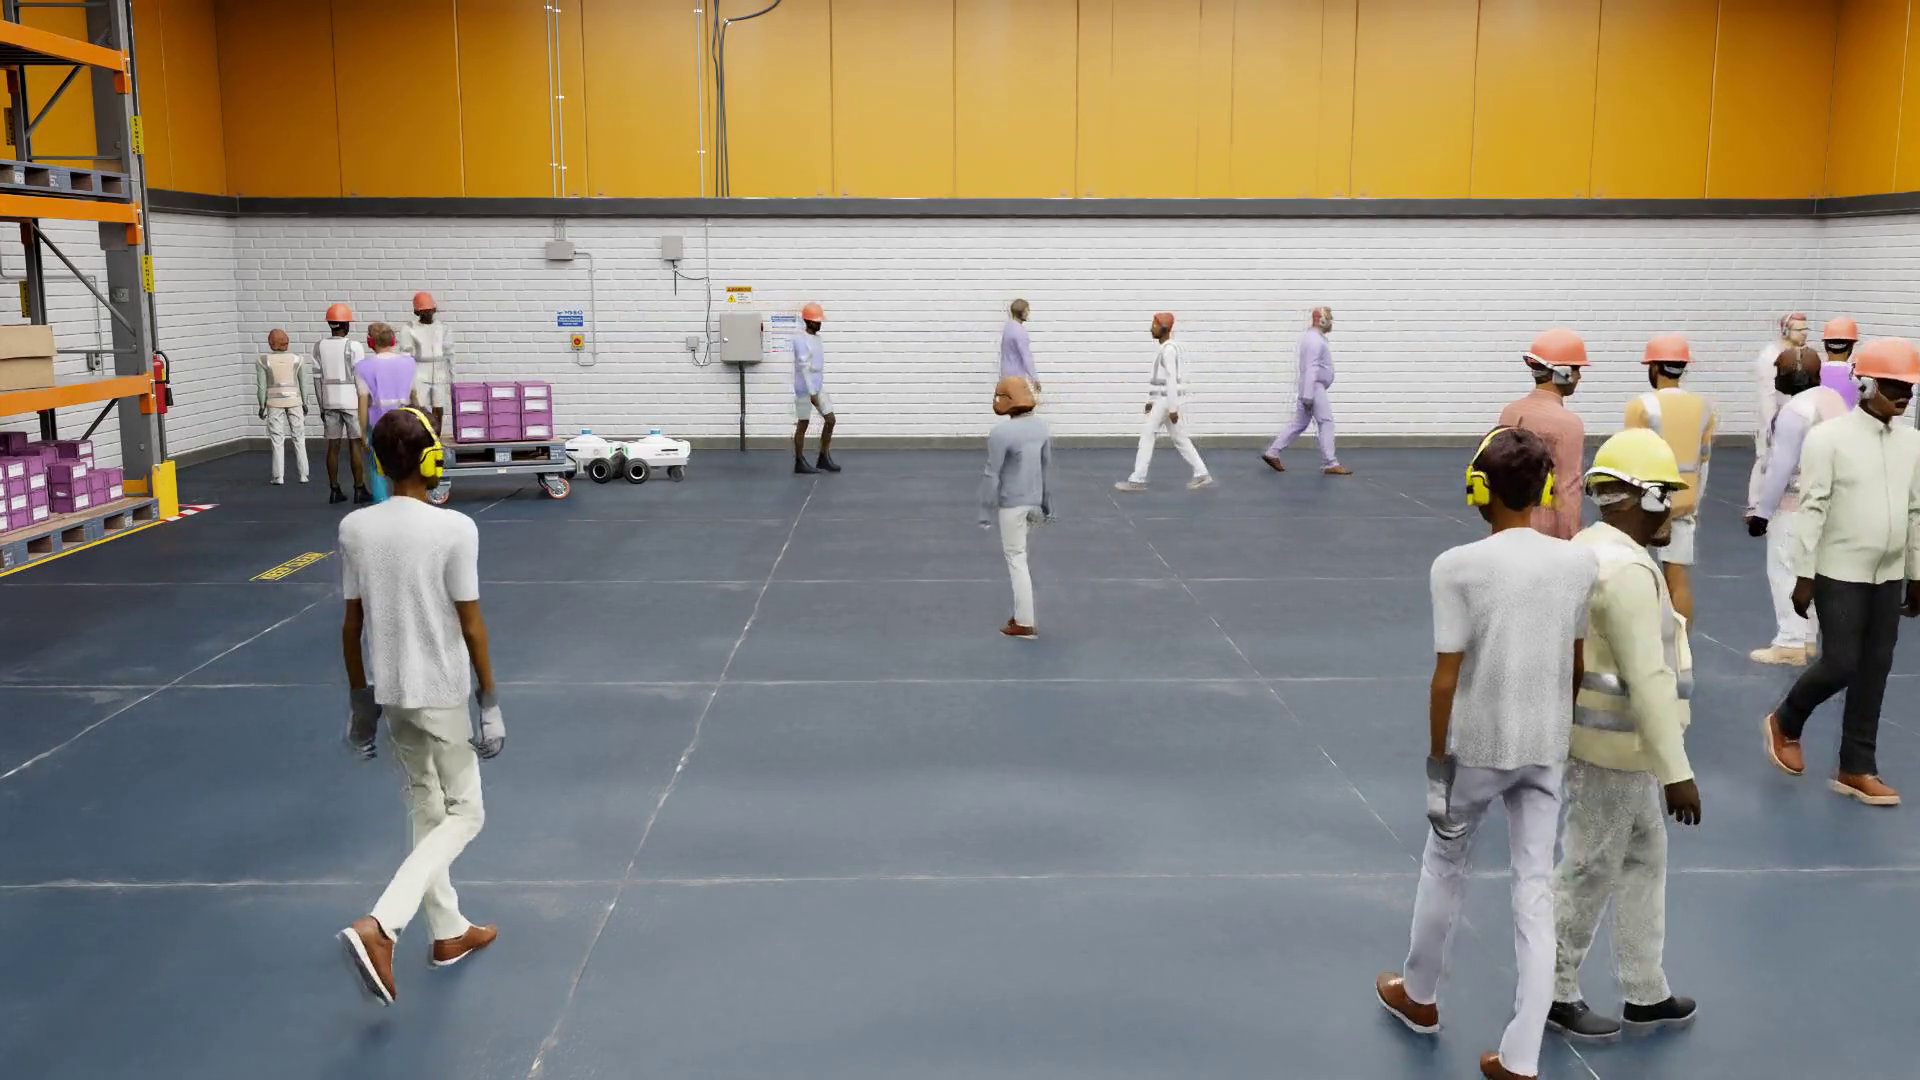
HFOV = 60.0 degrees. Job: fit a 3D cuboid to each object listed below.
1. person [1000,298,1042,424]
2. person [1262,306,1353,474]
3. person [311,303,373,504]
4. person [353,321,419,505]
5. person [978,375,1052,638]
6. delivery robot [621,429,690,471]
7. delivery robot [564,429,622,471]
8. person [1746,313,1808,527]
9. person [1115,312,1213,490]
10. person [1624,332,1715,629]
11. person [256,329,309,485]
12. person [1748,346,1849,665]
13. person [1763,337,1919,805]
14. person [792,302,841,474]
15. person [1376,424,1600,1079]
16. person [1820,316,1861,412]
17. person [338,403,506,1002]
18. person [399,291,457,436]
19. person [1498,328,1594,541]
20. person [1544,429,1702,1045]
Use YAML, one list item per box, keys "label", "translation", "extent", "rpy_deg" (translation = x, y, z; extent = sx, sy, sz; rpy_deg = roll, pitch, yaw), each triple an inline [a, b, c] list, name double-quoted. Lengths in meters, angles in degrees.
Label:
- label: "person"
  translation: [0.795, -1.915, 19.840]
  extent: [0.808, 1.909, 0.644]
  rpy_deg: [-1, 9, -7]
- label: "person"
  translation: [3.853, -1.659, 18.446]
  extent: [0.952, 1.869, 0.657]
  rpy_deg: [1, 9, 7]
- label: "person"
  translation: [-5.952, -1.311, 16.067]
  extent: [0.543, 1.939, 0.356]
  rpy_deg: [1, 9, 8]
- label: "person"
  translation: [-4.874, -0.957, 14.246]
  extent: [0.577, 1.826, 0.777]
  rpy_deg: [-7, 12, -38]
- label: "person"
  translation: [0.317, -0.208, 10.256]
  extent: [0.454, 1.614, 0.530]
  rpy_deg: [8, 12, 42]
- label: "delivery robot"
  translation: [-3.243, -0.942, 17.747]
  extent: [0.707, 0.478, 0.477]
  rpy_deg: [-3, 10, -18]
- label: "delivery robot"
  translation: [-3.984, -0.947, 17.778]
  extent: [0.707, 0.478, 0.477]
  rpy_deg: [2, 9, 10]
- label: "person"
  translation: [7.255, -1.016, 14.433]
  extent: [0.667, 1.878, 0.793]
  rpy_deg: [-5, 11, -29]
- label: "person"
  translation: [2.133, -1.409, 16.997]
  extent: [0.988, 1.839, 0.578]
  rpy_deg: [1, 9, 9]
- label: "person"
  translation: [3.903, -0.213, 9.410]
  extent: [0.586, 1.906, 0.772]
  rpy_deg: [-2, 9, -12]
- label: "person"
  translation: [-7.104, -1.392, 17.472]
  extent: [0.512, 1.641, 0.311]
  rpy_deg: [-6, 11, -33]
- label: "person"
  translation: [4.835, -0.192, 9.595]
  extent: [0.669, 1.822, 0.431]
  rpy_deg: [-7, 12, -39]
- label: "person"
  translation: [3.824, 0.128, 7.091]
  extent: [0.642, 1.980, 0.520]
  rpy_deg: [-3, 10, -16]
- label: "person"
  translation: [-1.596, -1.656, 18.294]
  extent: [0.672, 1.898, 0.556]
  rpy_deg: [5, 10, 27]
- label: "person"
  translation: [1.505, 0.590, 4.715]
  extent: [0.517, 1.831, 0.853]
  rpy_deg: [-1, 9, -4]
- label: "person"
  translation: [6.147, -0.605, 11.747]
  extent: [0.552, 1.932, 0.377]
  rpy_deg: [4, 10, 25]
- label: "person"
  translation: [-1.702, 0.505, 5.193]
  extent: [0.524, 1.855, 0.699]
  rpy_deg: [4, 10, 23]
- label: "person"
  translation: [-6.150, -1.866, 19.285]
  extent: [0.671, 2.008, 0.497]
  rpy_deg: [-8, 12, -40]
- label: "person"
  translation: [2.787, -0.017, 7.979]
  extent: [0.395, 1.991, 0.615]
  rpy_deg: [-2, 10, -14]
- label: "person"
  translation: [1.941, 0.588, 4.832]
  extent: [0.535, 1.797, 0.693]
  rpy_deg: [2, 10, 14]
